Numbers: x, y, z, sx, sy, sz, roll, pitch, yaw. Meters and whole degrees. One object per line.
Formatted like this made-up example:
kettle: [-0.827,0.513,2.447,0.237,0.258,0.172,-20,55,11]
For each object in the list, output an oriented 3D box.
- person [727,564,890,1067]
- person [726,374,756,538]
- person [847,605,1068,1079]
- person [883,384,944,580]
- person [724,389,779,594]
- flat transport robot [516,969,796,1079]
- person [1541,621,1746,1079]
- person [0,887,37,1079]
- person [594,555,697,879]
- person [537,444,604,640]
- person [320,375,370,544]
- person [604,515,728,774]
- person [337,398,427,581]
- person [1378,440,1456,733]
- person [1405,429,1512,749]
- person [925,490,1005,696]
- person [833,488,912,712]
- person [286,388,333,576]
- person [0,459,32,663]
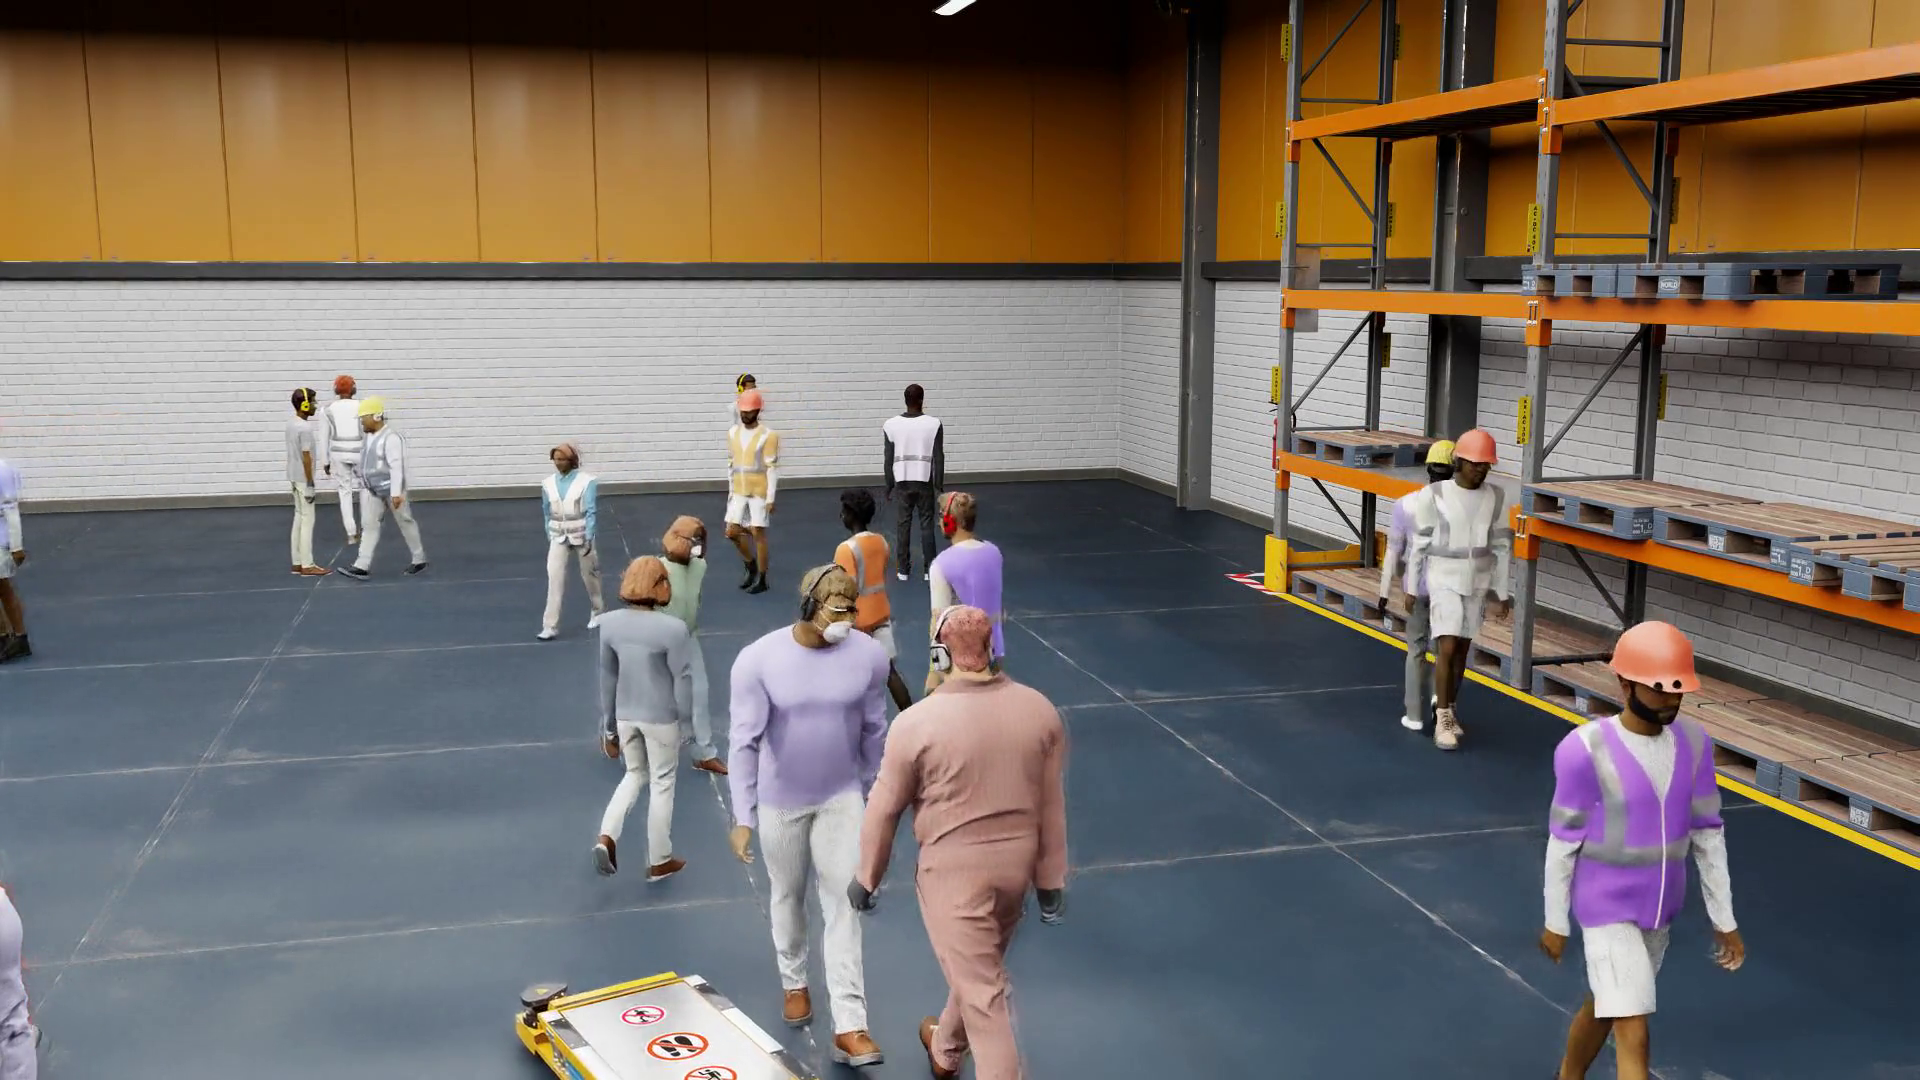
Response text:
person: [-0.551,1.036,6.303,0.655,1.888,0.946,-2,9,-14]
person: [-2.439,-0.944,18.813,0.351,1.854,0.507,6,11,31]
person: [-0.003,1.146,5.753,0.669,1.841,0.997,-5,11,-31]
person: [-0.446,-0.555,16.187,0.587,1.913,0.397,1,9,7]
person: [-1.952,-0.446,15.480,0.567,1.918,0.407,5,10,26]
flat transport robot: [-1.061,1.891,6.021,0.652,0.197,1.431,-6,11,-32]
person: [2.203,1.195,5.313,0.562,1.885,0.974,-3,10,-18]
person: [-2.478,1.458,3.866,0.621,1.837,0.429,-6,11,-35]
person: [-1.554,0.888,8.091,0.506,1.625,0.453,4,10,25]
person: [-3.213,-0.004,13.732,0.512,1.594,0.864,2,9,11]
person: [-6.783,-0.911,18.553,0.620,1.858,0.757,-2,9,-12]
person: [-1.806,0.602,10.048,0.943,1.569,0.519,7,11,35]
person: [-5.631,-0.490,16.199,0.710,1.770,0.932,8,12,40]
person: [3.059,0.308,10.813,0.688,1.904,0.456,1,9,7]
person: [3.176,0.314,10.437,0.636,2.011,0.768,-1,9,-7]
person: [0.063,0.647,8.947,0.511,1.828,0.575,6,11,35]
person: [-0.596,0.493,10.458,0.881,1.651,0.542,6,11,31]
person: [-6.471,-0.570,16.454,0.337,1.861,0.551,-7,11,-37]
person: [-7.433,0.003,12.678,0.559,1.915,0.603,8,12,41]
